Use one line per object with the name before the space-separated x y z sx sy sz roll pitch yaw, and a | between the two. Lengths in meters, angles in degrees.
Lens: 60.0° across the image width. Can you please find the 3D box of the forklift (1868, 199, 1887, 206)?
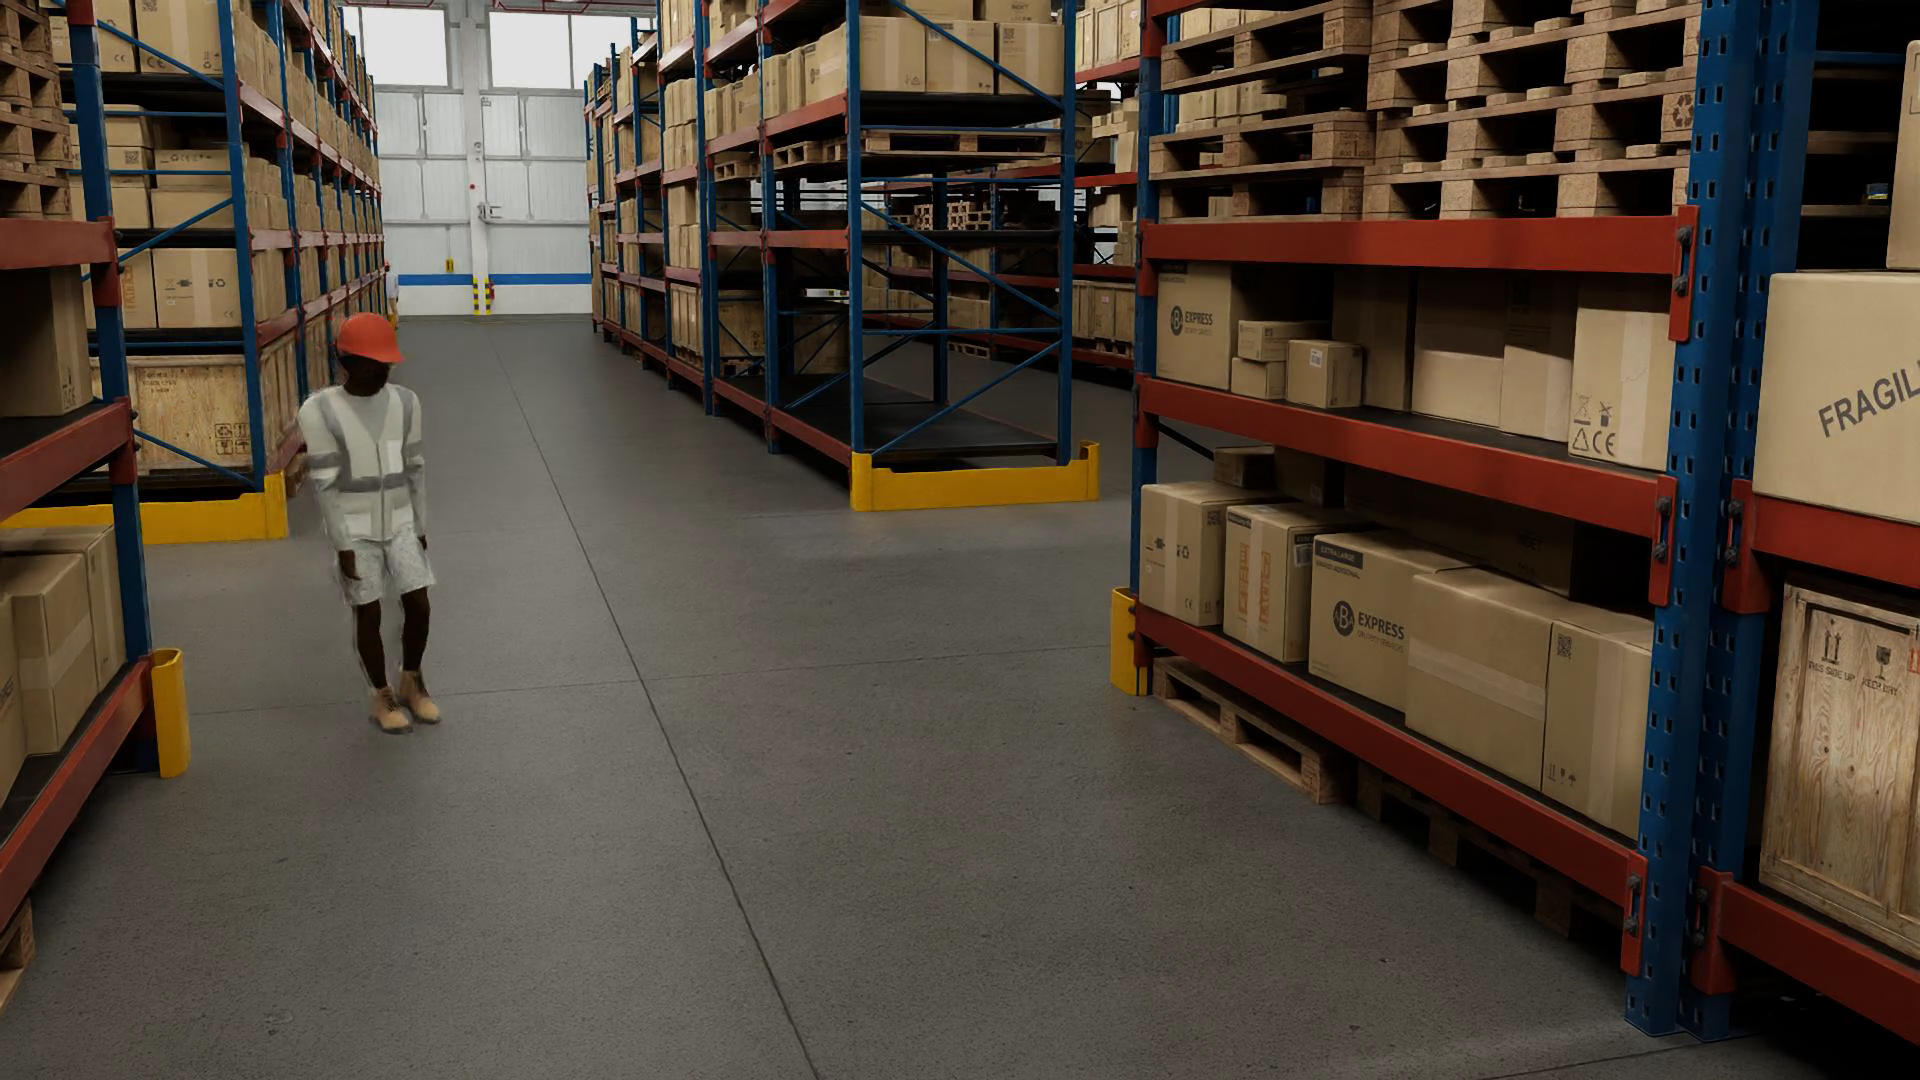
forklift | 11.338 -2.915 21.052 1.129 2.768 1.873 -3 11 -17

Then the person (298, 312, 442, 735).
person | -2.736 -0.053 7.748 0.608 2.005 0.499 -9 14 -42

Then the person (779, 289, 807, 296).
person | -3.521 -4.934 35.034 0.634 1.818 0.720 -4 11 -23

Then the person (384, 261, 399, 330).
person | -14.399 -6.145 41.874 0.338 1.742 0.563 8 13 38
